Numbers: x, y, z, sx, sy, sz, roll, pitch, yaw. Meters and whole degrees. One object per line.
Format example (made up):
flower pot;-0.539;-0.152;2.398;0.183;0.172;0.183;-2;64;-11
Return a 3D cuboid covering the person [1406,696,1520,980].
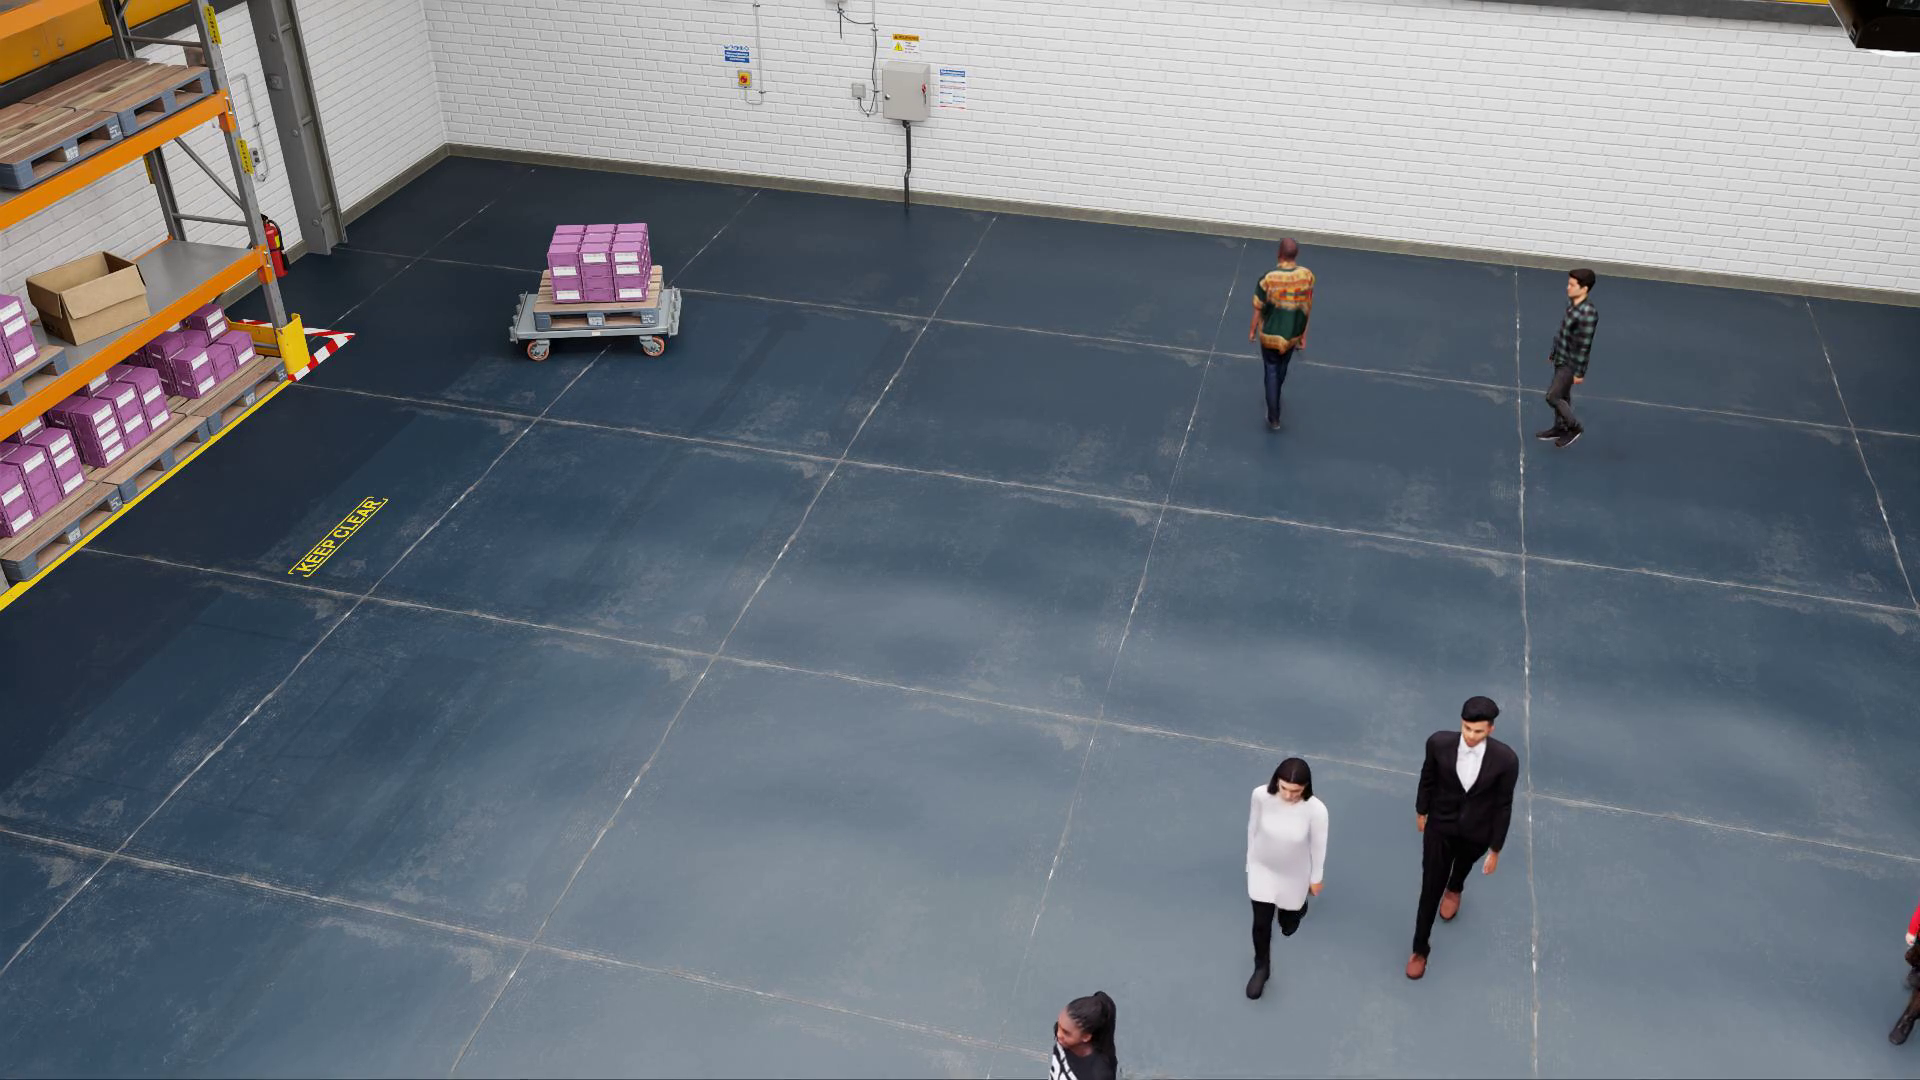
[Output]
person;2.993;1.638;9.838;0.797;1.834;1.212;13;36;19

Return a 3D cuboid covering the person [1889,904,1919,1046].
person;5.581;2.239;9.451;0.951;1.263;0.788;-27;42;-34

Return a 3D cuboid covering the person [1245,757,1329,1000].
person;1.881;1.840;9.587;0.739;1.777;0.979;17;37;24

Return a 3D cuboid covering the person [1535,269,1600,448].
person;5.459;-1.604;14.631;0.771;1.701;0.650;3;34;4

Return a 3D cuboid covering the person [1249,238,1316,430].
person;2.920;-1.852;15.141;0.900;1.777;1.117;-2;34;-2

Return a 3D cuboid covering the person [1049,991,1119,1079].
person;0.654;2.842;8.158;1.171;1.689;1.120;-17;37;-24
